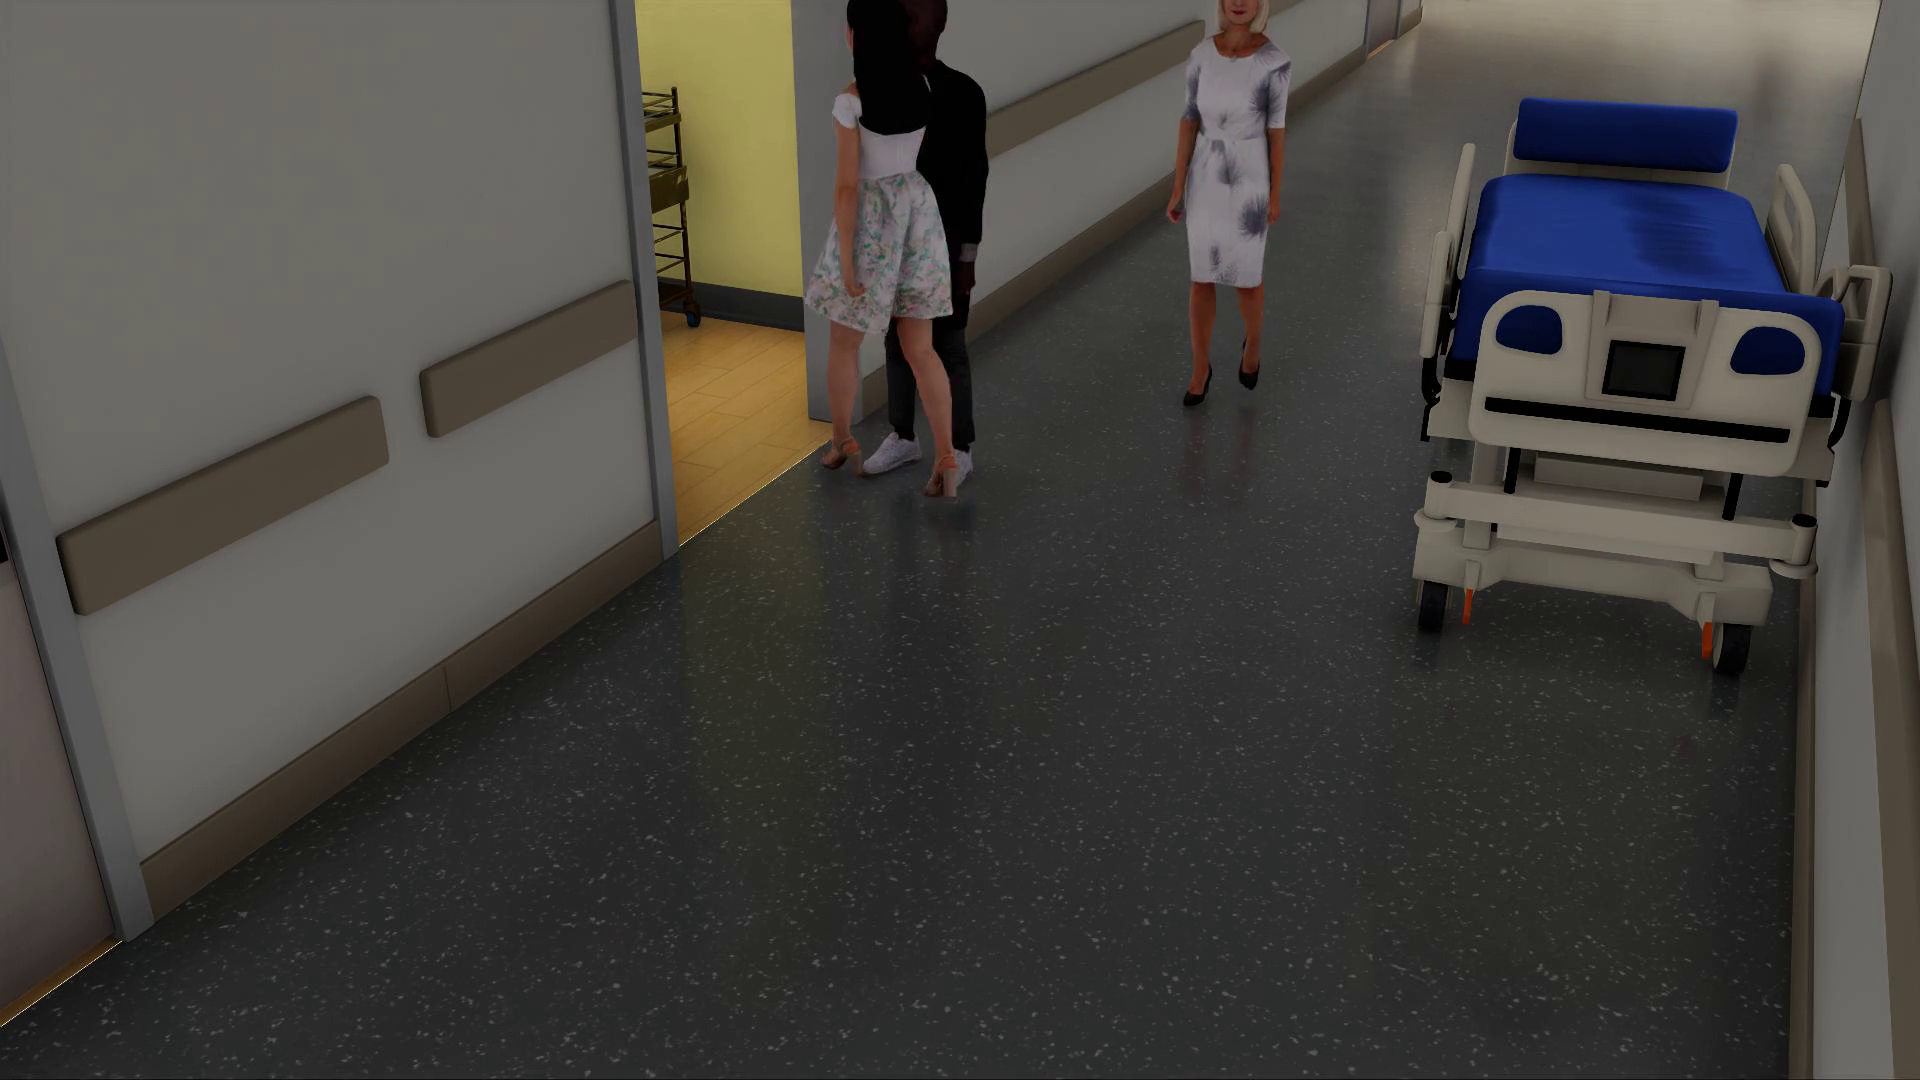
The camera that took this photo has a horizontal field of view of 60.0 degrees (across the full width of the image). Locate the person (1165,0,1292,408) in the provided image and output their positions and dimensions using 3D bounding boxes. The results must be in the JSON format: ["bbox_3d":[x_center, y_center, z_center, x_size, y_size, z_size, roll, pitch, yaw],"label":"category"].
[{"bbox_3d":[1.081,-1.418,6.670,0.542,1.741,0.631,11,28,22],"label":"person"}]

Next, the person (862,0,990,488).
[{"bbox_3d":[-0.122,-1.049,5.883,0.525,1.762,0.732,15,30,29],"label":"person"}]

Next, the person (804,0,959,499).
[{"bbox_3d":[-0.189,-0.949,5.695,0.899,1.744,1.061,-18,31,-33],"label":"person"}]
